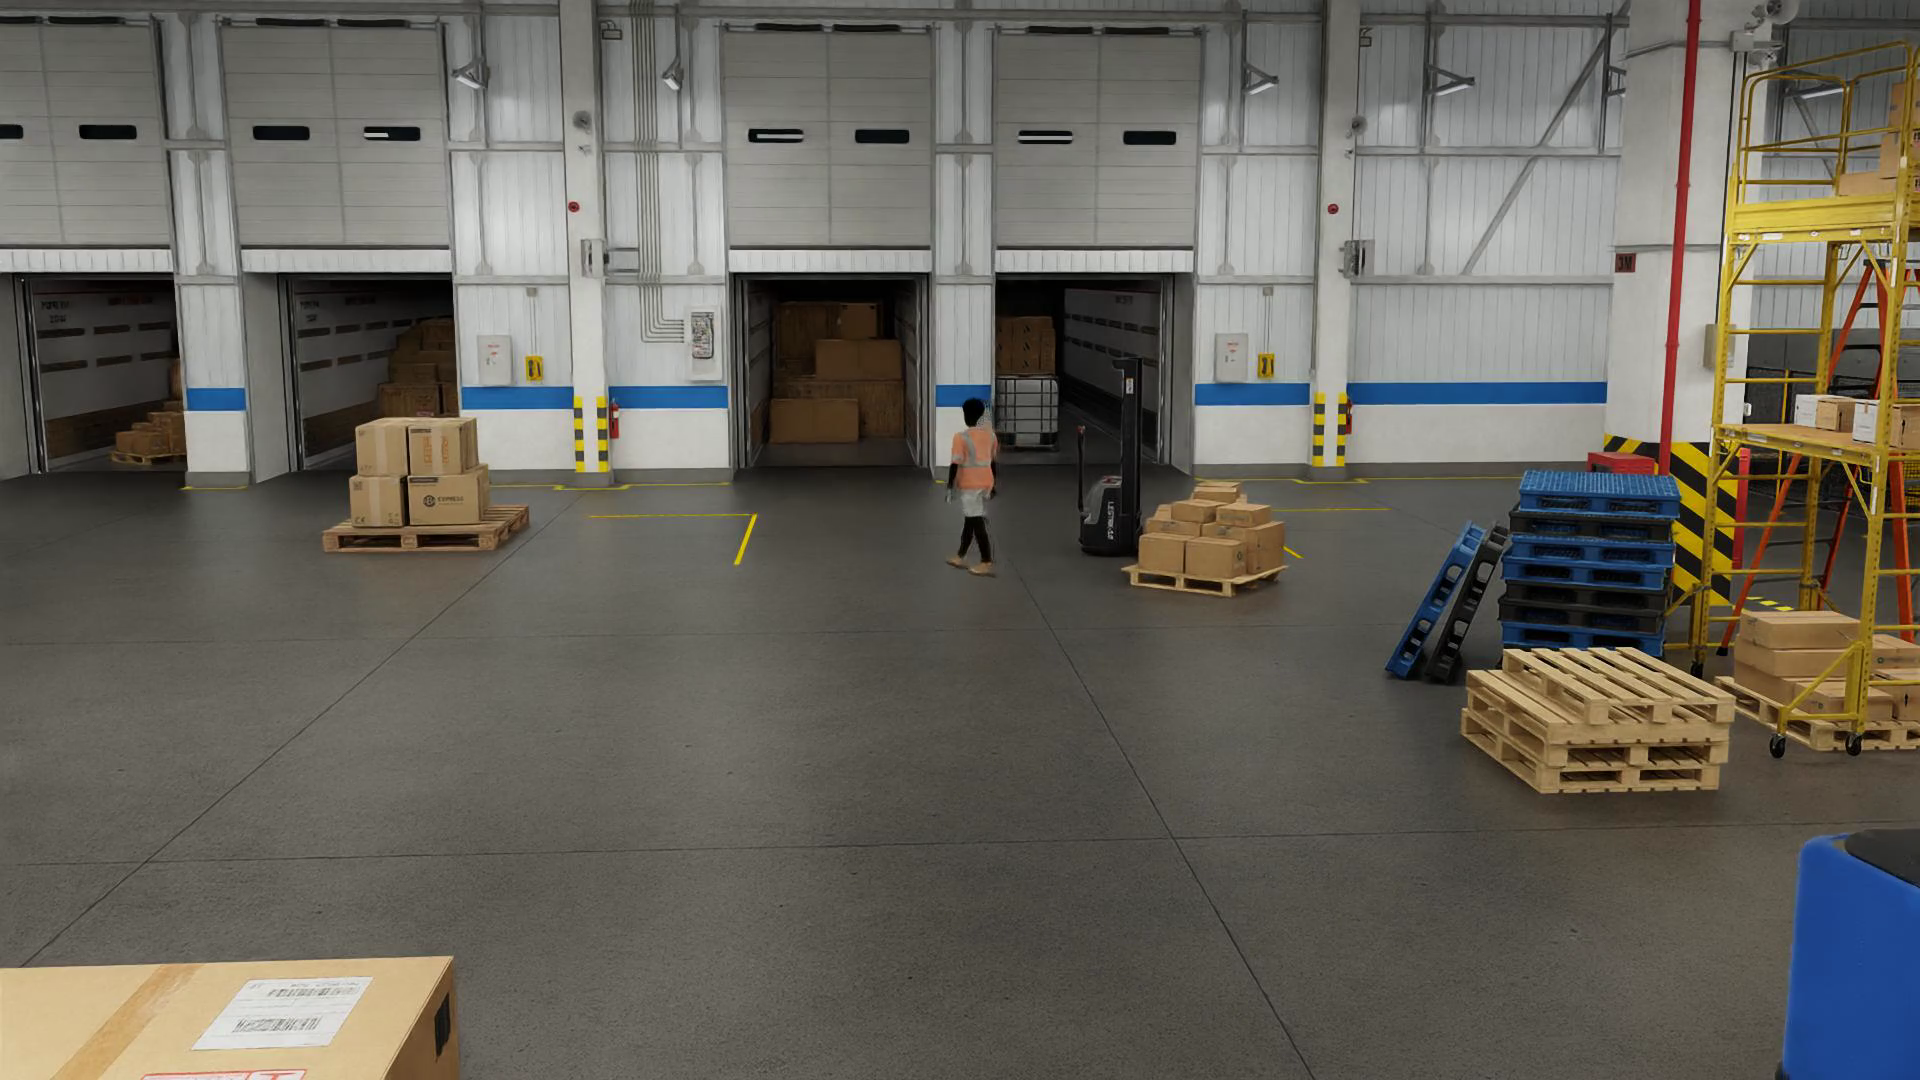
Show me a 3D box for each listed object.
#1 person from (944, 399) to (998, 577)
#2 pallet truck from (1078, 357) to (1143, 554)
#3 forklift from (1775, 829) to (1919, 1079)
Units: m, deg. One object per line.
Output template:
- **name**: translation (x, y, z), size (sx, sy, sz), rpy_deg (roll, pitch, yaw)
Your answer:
- **person**: translation (0.052, -0.502, 15.700), size (0.794, 1.645, 0.553), rpy_deg (8, 12, 42)
- **pallet truck**: translation (2.088, -0.836, 16.757), size (1.885, 1.965, 0.823), rpy_deg (2, 9, 13)
- **forklift**: translation (3.242, 0.705, 4.319), size (1.129, 2.768, 1.873), rpy_deg (-2, 9, -10)
